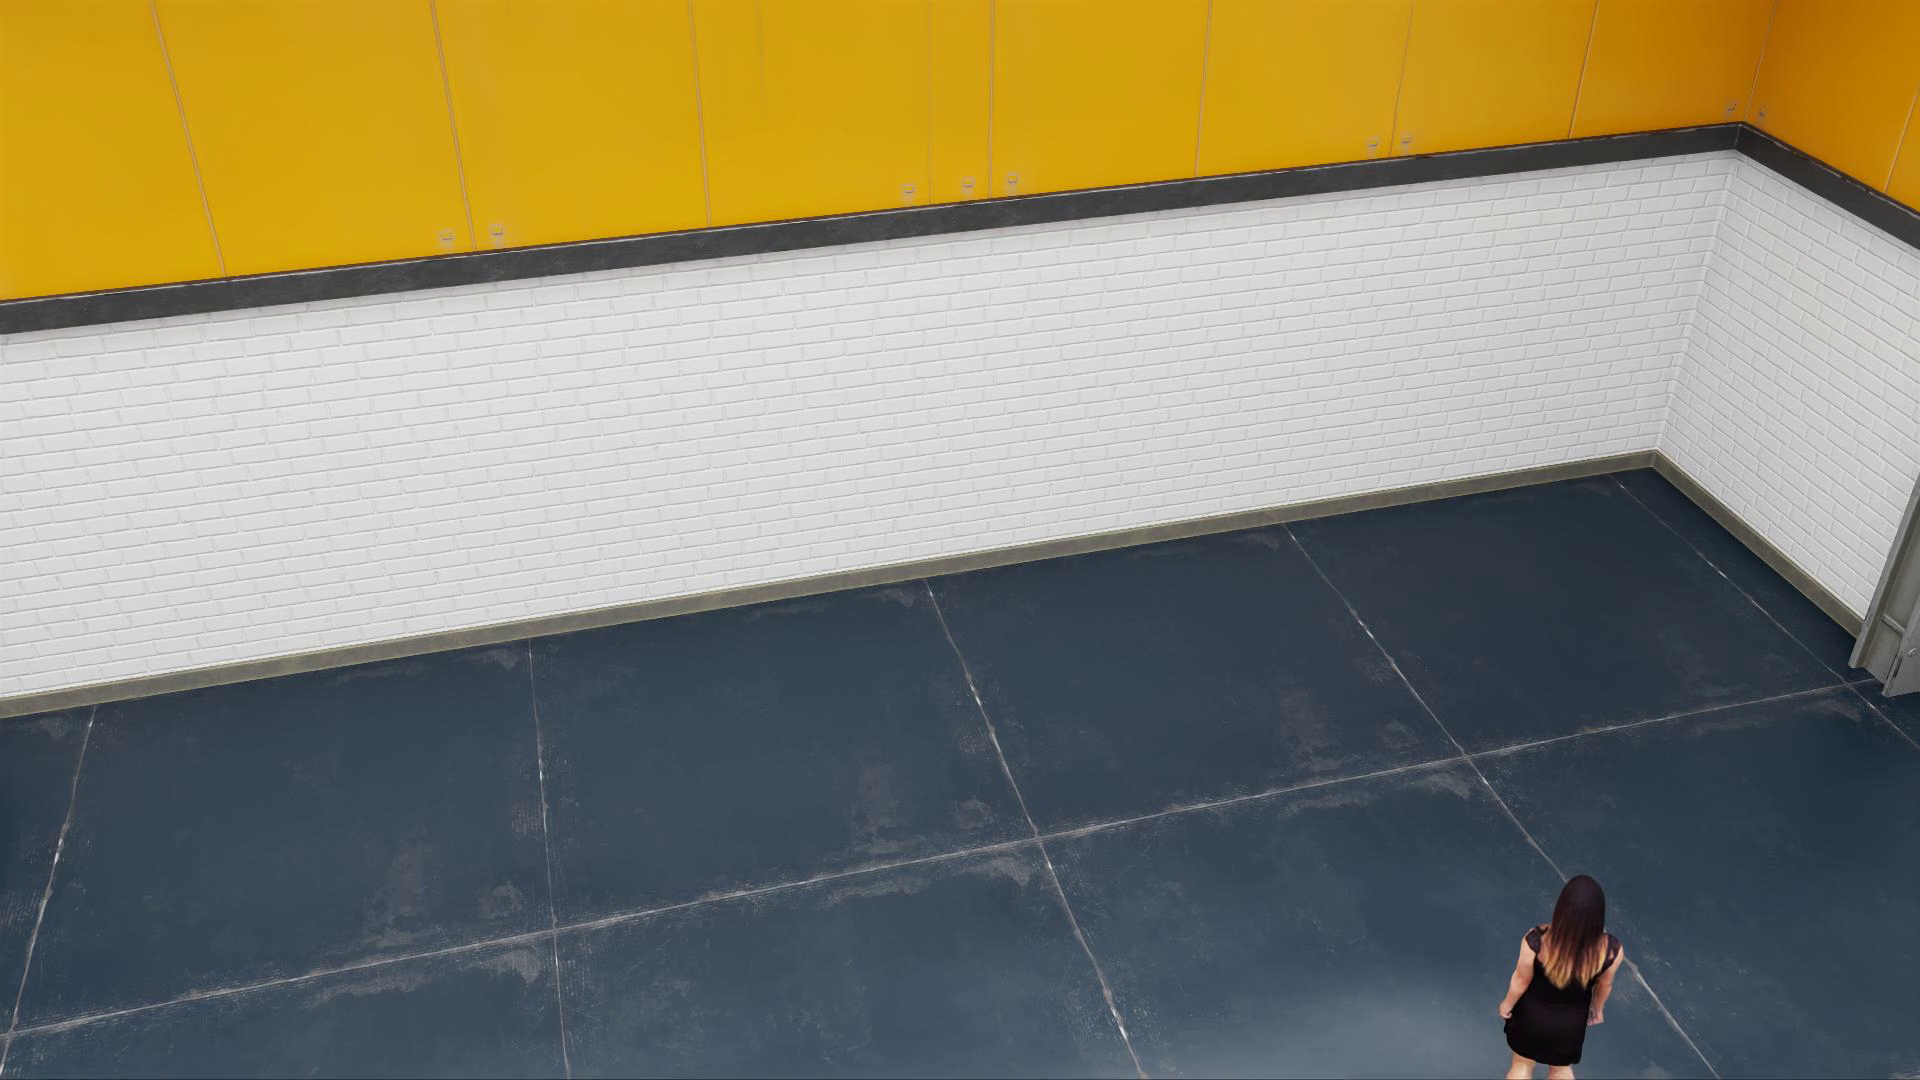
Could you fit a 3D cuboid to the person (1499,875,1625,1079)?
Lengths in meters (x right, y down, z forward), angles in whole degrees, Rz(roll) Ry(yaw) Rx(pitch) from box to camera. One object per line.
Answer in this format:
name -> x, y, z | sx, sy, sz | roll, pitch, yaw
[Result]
person -> 2.932, 2.347, 8.231 | 0.737, 1.716, 0.713 | 2, 34, 3
